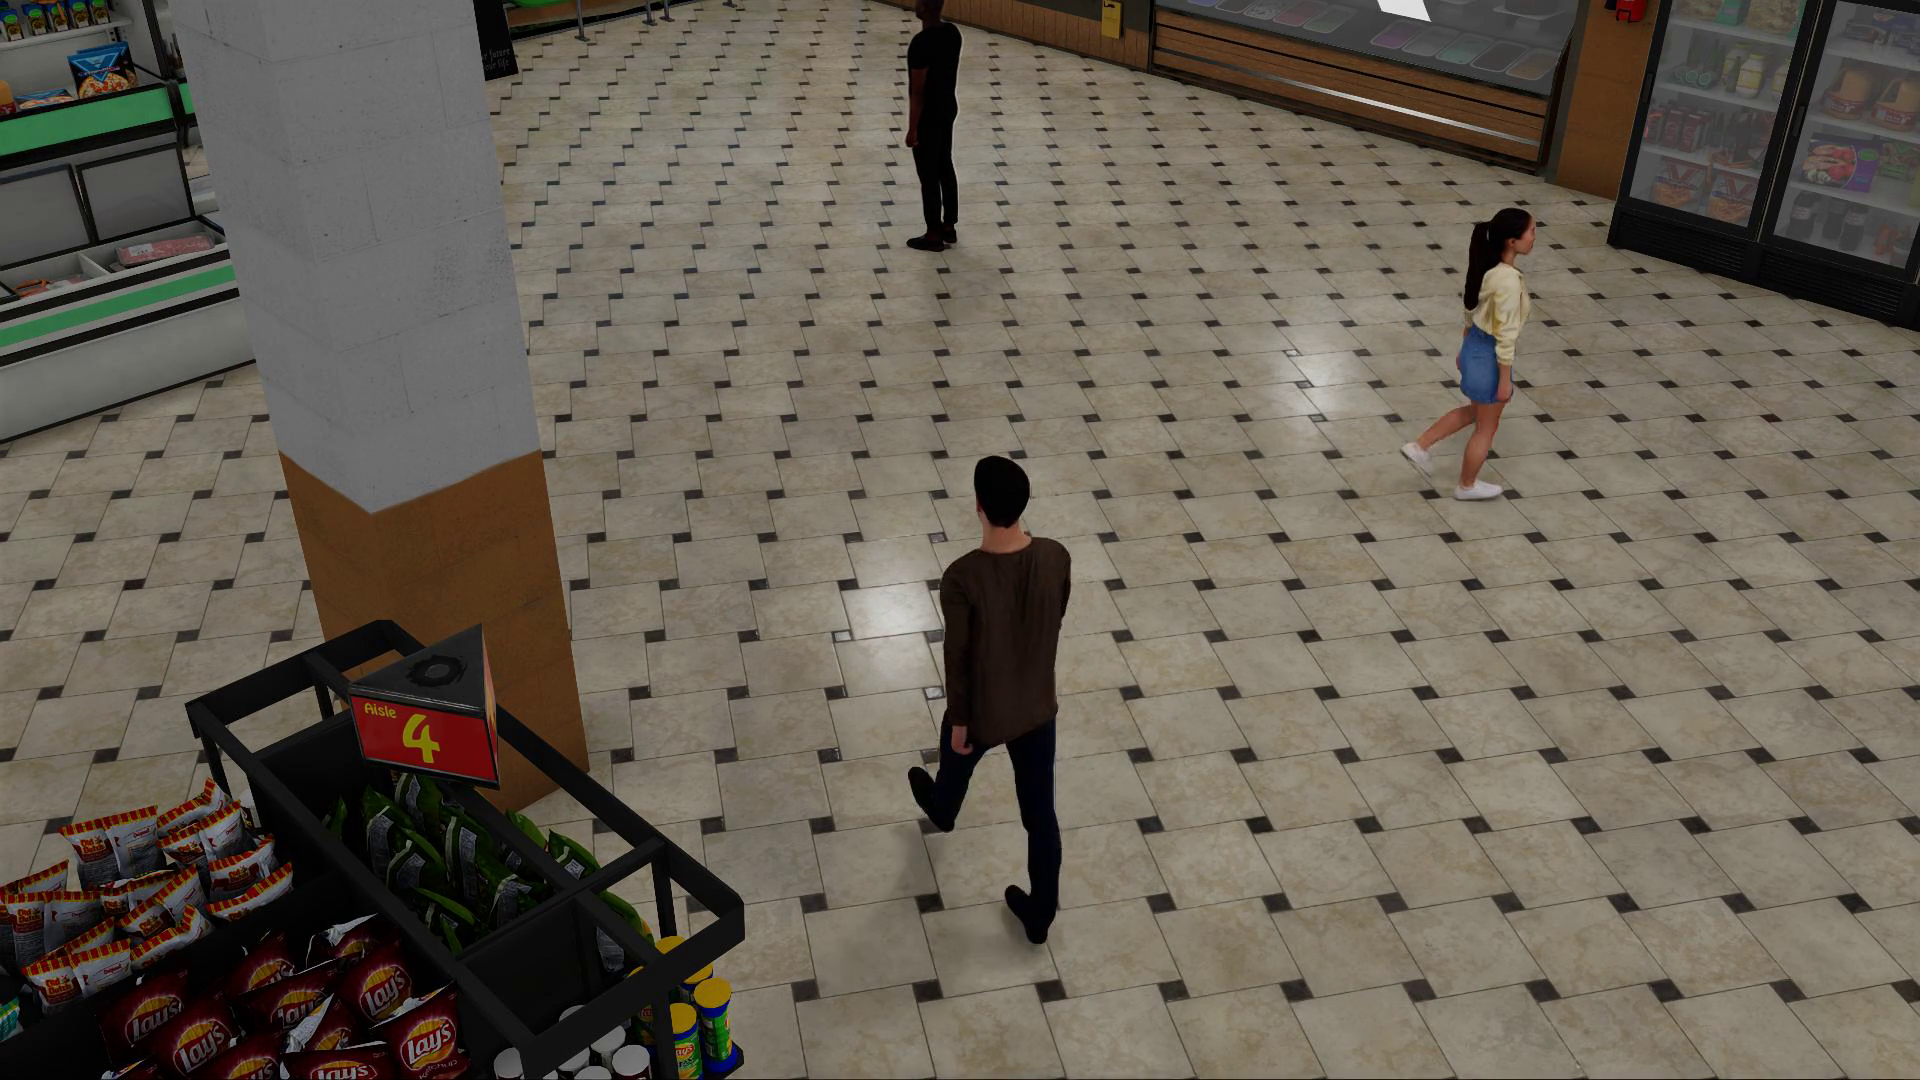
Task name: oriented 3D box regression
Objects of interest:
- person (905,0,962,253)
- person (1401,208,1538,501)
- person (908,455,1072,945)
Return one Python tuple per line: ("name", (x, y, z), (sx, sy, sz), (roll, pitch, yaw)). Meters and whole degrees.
("person", (-0.186, -2.916, 11.554), (0.767, 1.819, 0.555), (19, 37, 28))
("person", (2.628, -0.915, 8.526), (0.938, 1.620, 0.878), (0, 32, 0))
("person", (0.197, 0.633, 5.836), (1.177, 1.833, 0.984), (-14, 35, -22))
